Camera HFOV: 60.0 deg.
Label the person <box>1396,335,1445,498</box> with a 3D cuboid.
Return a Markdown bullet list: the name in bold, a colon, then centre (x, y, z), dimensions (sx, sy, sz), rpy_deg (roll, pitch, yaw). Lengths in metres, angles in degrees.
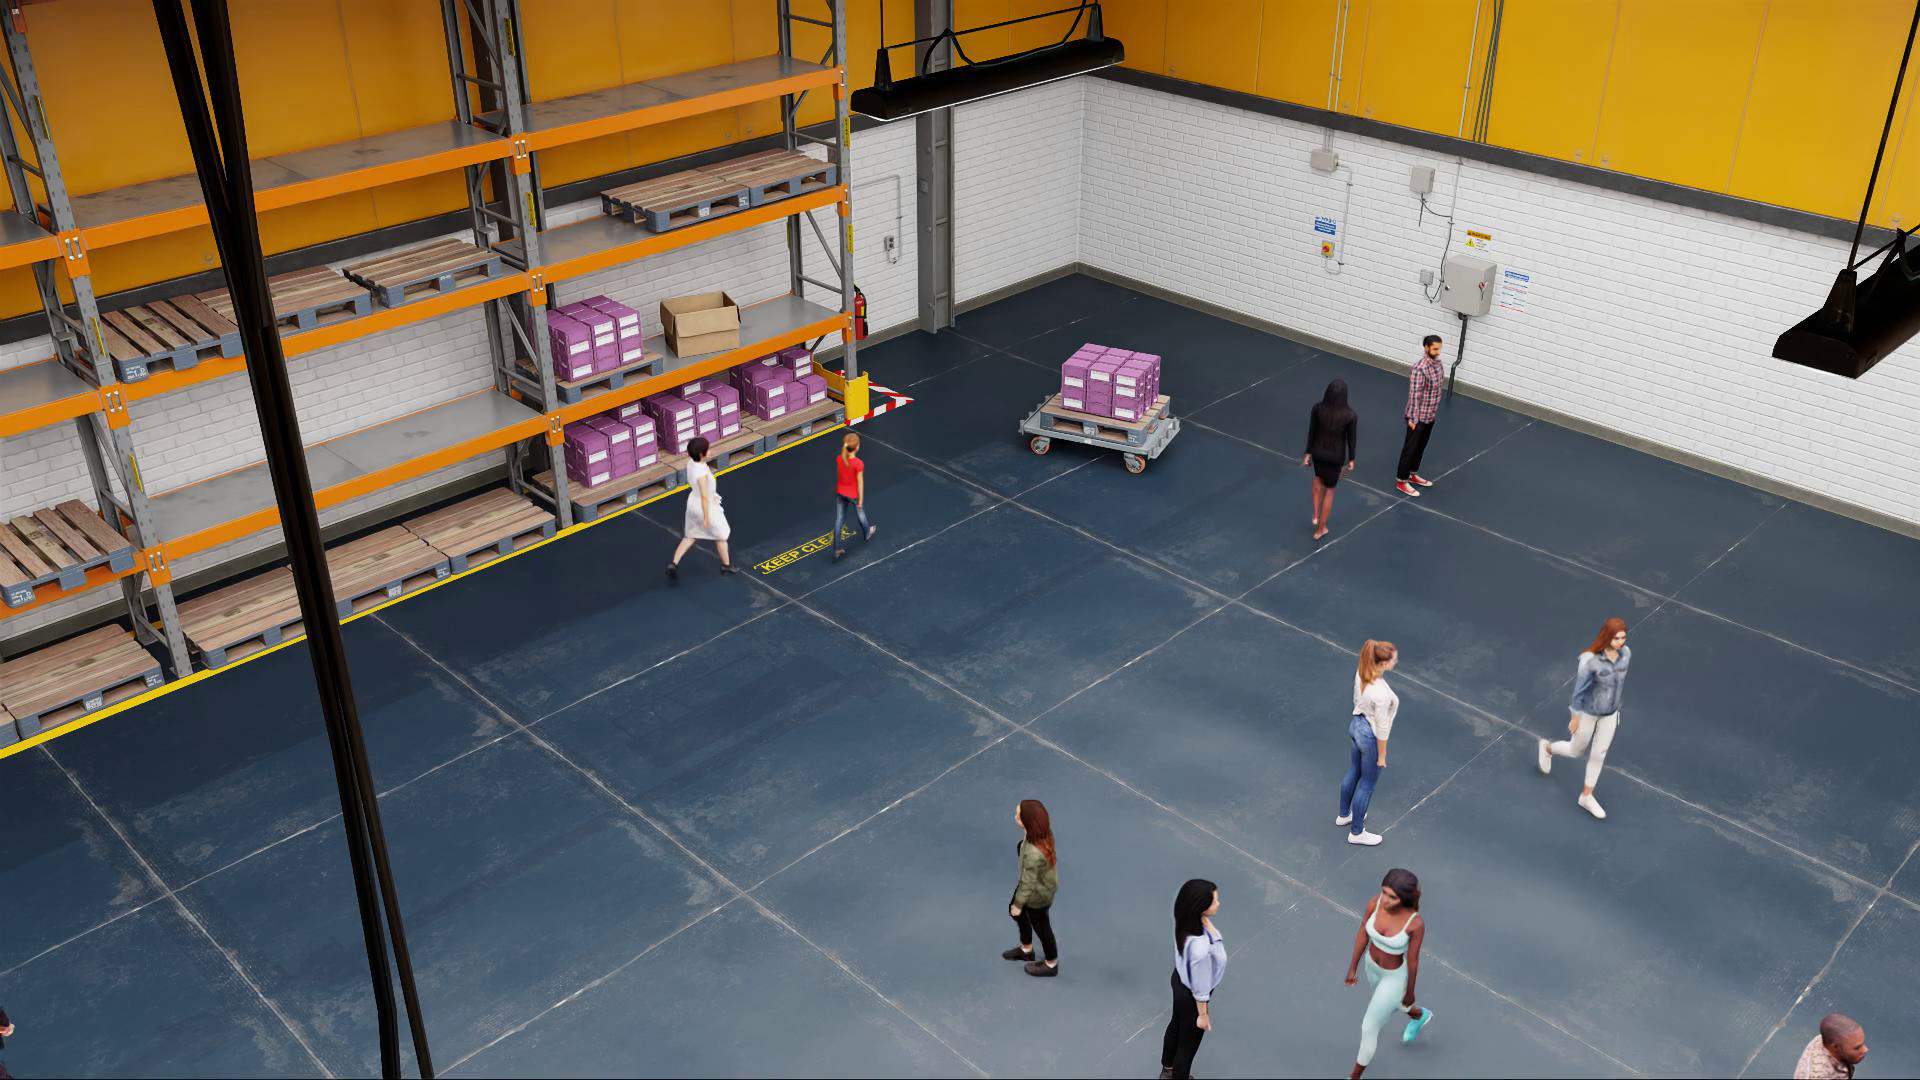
- **person**: centre (4.927, -1.365, 17.758), dimensions (0.759, 1.761, 0.536), rpy_deg (22, 36, 35)

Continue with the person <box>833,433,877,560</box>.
- **person**: centre (-1.138, -0.415, 16.522), dimensions (0.707, 1.276, 0.964), rpy_deg (12, 31, 20)

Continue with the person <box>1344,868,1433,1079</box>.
- **person**: centre (2.717, 2.698, 10.387), dimensions (1.158, 1.686, 0.660), rpy_deg (-19, 34, -31)

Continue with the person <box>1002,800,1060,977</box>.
- **person**: centre (0.592, 2.370, 11.222), dimensions (0.789, 1.463, 0.728), rpy_deg (0, 29, -1)

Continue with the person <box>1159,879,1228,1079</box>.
- **person**: centre (1.410, 2.775, 10.187), dimensions (0.768, 1.743, 0.730), rpy_deg (-2, 29, -4)

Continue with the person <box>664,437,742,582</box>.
- **person**: centre (-2.541, -0.264, 15.986), dimensions (1.027, 1.525, 0.663), rpy_deg (-19, 34, -30)

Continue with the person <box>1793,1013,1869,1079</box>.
- **person**: centre (4.625, 3.304, 9.149), dimensions (0.793, 1.808, 0.609), rpy_deg (17, 33, 28)

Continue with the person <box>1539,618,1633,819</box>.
- **person**: centre (4.892, 1.303, 12.948), dimensions (1.030, 1.683, 0.967), rpy_deg (-8, 30, -14)

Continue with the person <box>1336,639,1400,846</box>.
- **person**: centre (3.076, 1.503, 12.541), dimensions (0.704, 1.723, 0.688), rpy_deg (-5, 29, -9)

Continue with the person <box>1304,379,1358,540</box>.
- **person**: centre (3.688, -0.792, 16.762), dimensions (0.735, 1.709, 0.770), rpy_deg (14, 32, 24)
